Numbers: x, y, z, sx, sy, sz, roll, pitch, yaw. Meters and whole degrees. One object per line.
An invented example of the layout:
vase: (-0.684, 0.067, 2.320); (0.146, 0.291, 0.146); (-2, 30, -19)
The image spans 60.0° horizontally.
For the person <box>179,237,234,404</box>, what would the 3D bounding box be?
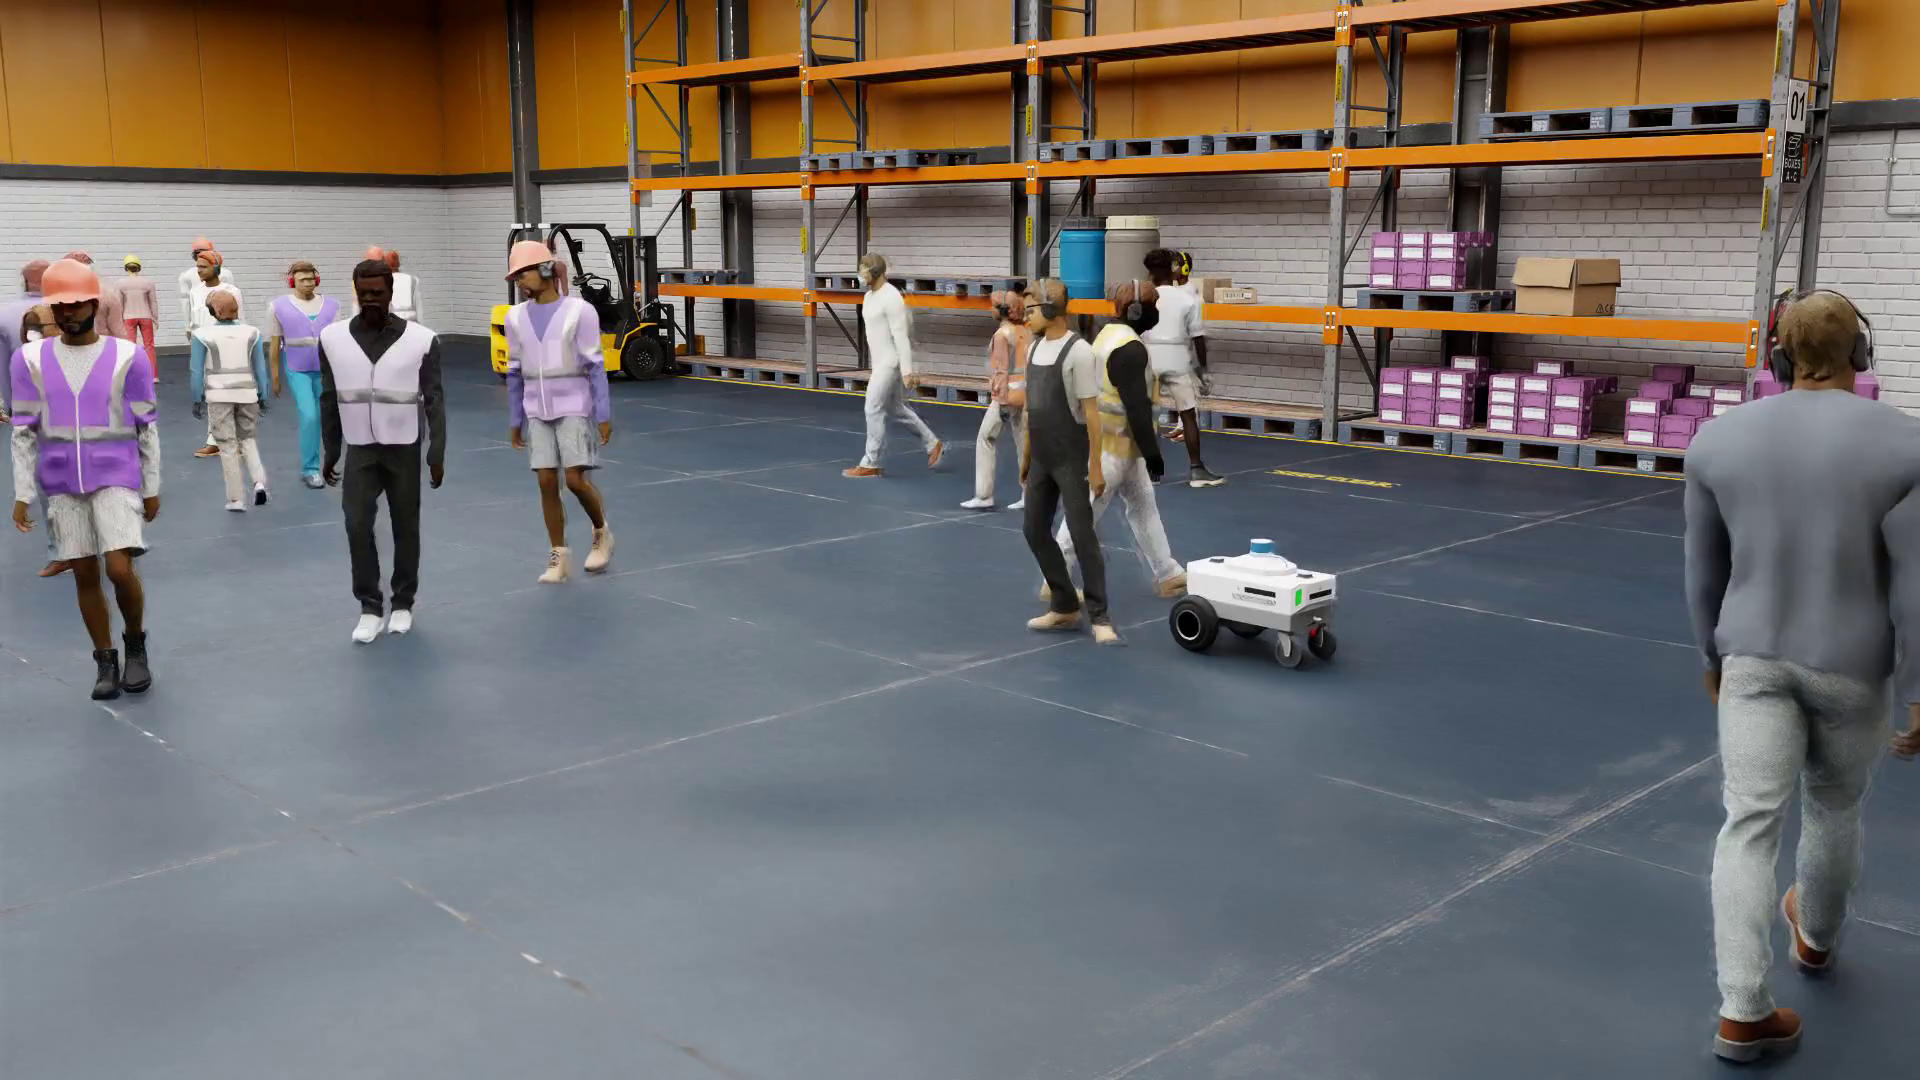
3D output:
person: (-8.985, -2.604, 19.891); (0.606, 2.012, 1.020); (-1, 10, -5)

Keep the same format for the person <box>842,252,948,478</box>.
person: (-0.528, -1.470, 13.988); (0.919, 1.898, 0.666); (-4, 11, -19)

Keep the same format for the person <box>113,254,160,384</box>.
person: (-11.194, -2.993, 22.623); (0.533, 1.765, 0.330); (-7, 12, -32)

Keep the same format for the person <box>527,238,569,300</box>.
person: (-6.697, -3.898, 27.001); (0.682, 1.975, 0.551); (-2, 11, -9)

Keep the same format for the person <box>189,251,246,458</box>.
person: (-6.743, -1.677, 15.120); (0.575, 1.882, 0.361); (4, 11, 20)

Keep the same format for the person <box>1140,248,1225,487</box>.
person: (1.737, -1.378, 13.445); (0.808, 1.916, 0.461); (1, 10, 6)

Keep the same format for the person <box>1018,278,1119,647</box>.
person: (0.550, -0.387, 8.297); (0.335, 1.804, 0.716); (-7, 13, -35)

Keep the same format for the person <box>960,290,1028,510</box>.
person: (0.298, -1.015, 12.211); (0.679, 1.617, 0.512); (5, 12, 26)

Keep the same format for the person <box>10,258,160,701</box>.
person: (-3.774, -0.244, 7.193); (0.561, 1.919, 0.419); (-3, 11, -14)

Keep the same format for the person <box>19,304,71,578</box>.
person: (-5.370, -0.603, 9.969); (0.499, 1.623, 0.484); (2, 11, 11)

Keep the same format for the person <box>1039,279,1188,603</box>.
person: (0.891, -0.524, 9.116); (0.983, 1.787, 0.615); (0, 10, 0)

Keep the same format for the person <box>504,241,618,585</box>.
person: (-2.361, -0.745, 9.798); (0.708, 2.004, 0.545); (3, 11, 15)

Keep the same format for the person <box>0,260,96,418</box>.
person: (-6.195, -0.975, 11.381); (0.655, 1.846, 1.012); (-5, 11, -24)

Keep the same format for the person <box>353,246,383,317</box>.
person: (-7.213, -2.680, 20.594); (0.558, 1.890, 0.977); (-2, 11, -8)

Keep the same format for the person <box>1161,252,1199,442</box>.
person: (2.193, -1.899, 16.410); (0.320, 1.860, 0.505); (-2, 11, -11)

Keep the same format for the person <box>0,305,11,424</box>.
person: (-10.324, -2.122, 17.644); (0.472, 1.845, 0.553); (6, 12, 30)

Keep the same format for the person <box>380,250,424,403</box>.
person: (-6.587, -2.492, 19.655); (0.598, 1.859, 0.827); (-8, 13, -37)

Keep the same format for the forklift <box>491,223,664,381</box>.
forklift: (-5.316, -3.263, 22.920); (2.313, 2.155, 1.214); (-10, 14, -44)

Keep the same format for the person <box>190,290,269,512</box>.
person: (-5.351, -1.011, 12.186); (0.364, 1.627, 0.514); (10, 14, 43)

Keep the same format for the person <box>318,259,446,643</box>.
person: (-2.887, -0.435, 8.292); (0.630, 1.895, 0.691); (-2, 11, -9)

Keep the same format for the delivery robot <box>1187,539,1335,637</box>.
delivery robot: (1.450, 0.239, 8.042); (0.477, 0.478, 0.707); (-10, 14, -43)

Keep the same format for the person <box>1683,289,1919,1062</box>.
person: (2.158, 0.315, 4.256); (0.650, 1.881, 0.962); (8, 13, 36)

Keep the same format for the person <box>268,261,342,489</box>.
person: (-5.200, -1.325, 13.388); (0.722, 1.809, 0.554); (10, 14, 43)

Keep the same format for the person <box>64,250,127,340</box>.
person: (-7.171, -1.424, 13.697); (0.638, 1.902, 0.403); (-2, 11, -9)
